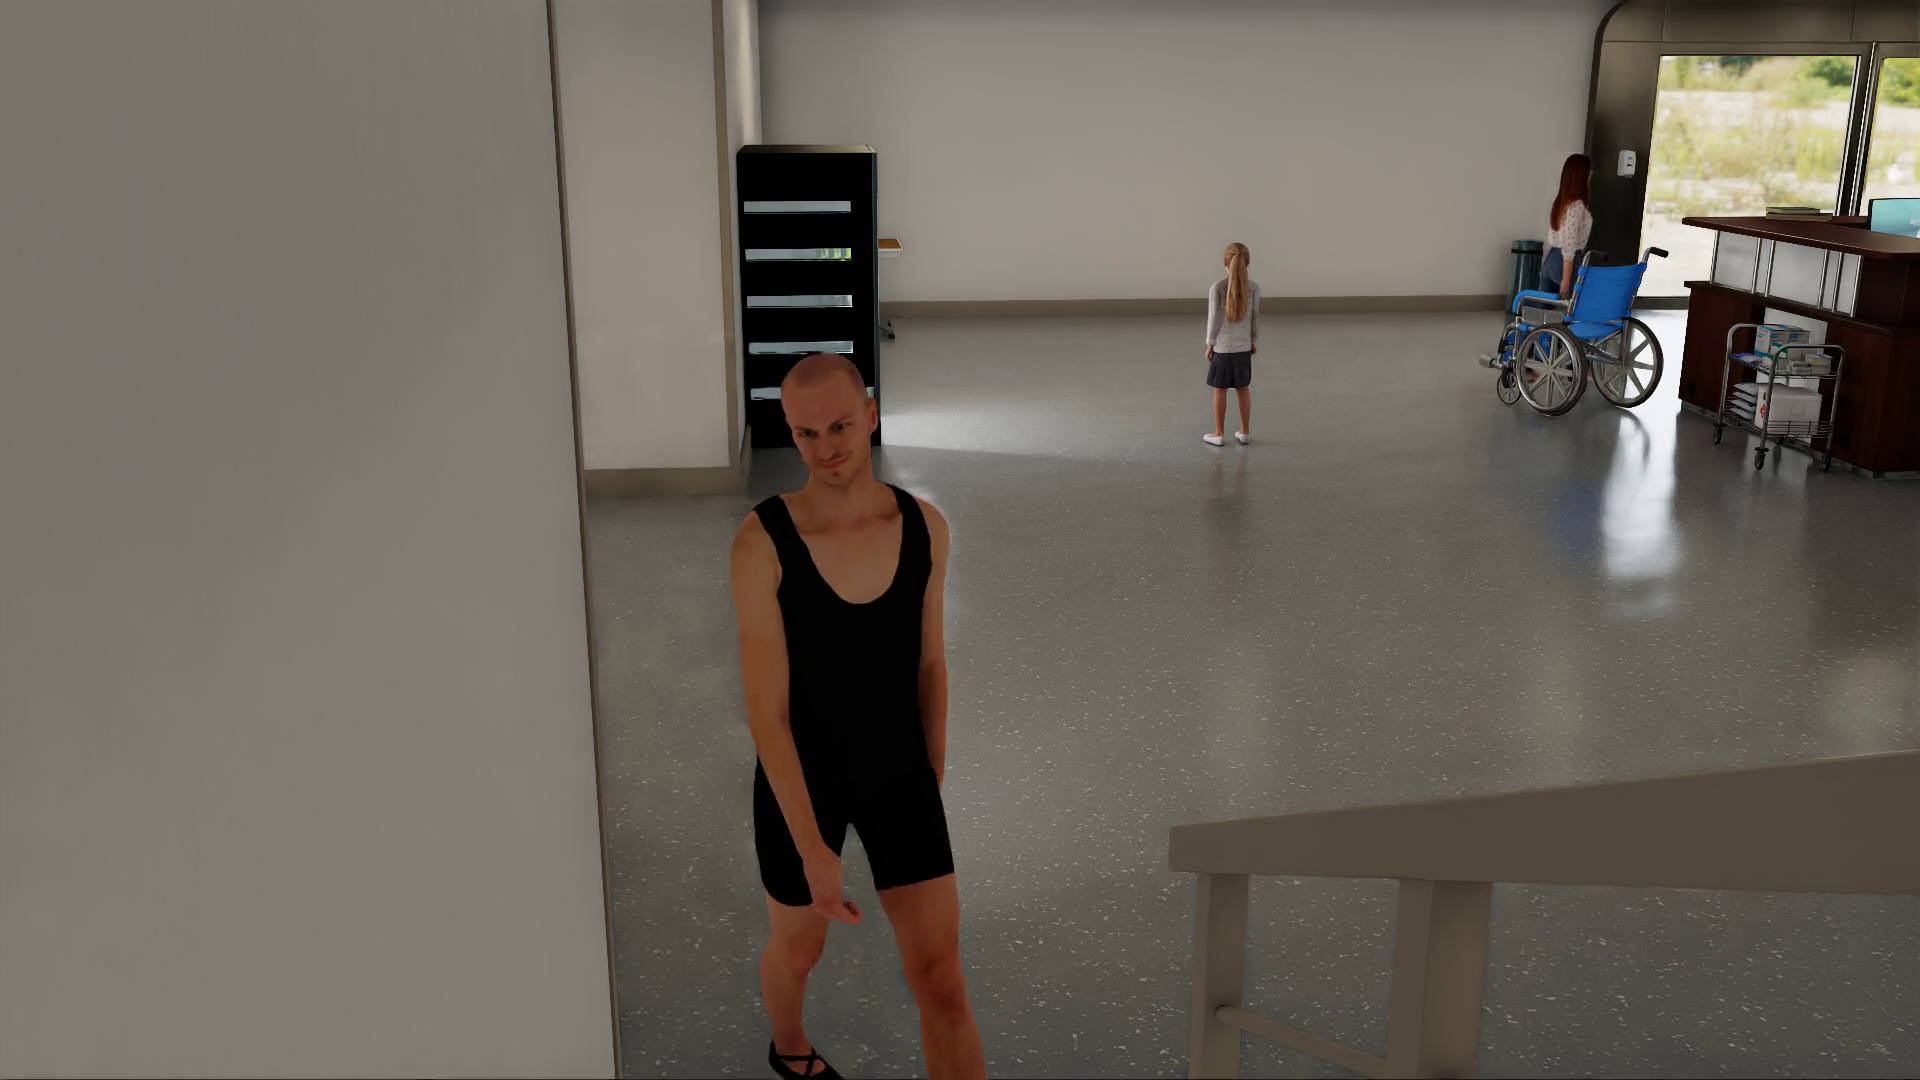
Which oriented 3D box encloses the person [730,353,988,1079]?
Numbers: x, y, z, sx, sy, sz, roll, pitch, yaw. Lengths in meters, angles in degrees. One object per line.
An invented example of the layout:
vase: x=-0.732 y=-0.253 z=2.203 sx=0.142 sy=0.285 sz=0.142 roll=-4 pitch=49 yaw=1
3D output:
person: x=-0.291 y=0.521 z=3.416 sx=0.955 sy=1.753 sz=1.254 roll=-9 pitch=18 yaw=-30

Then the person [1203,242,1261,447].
person: x=1.725 y=-1.247 z=10.554 sx=0.546 sy=1.275 sz=0.561 roll=-4 pitch=16 yaw=-15

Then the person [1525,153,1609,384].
person: x=4.420 y=-1.996 z=12.432 sx=0.651 sy=1.704 sz=0.829 roll=-2 pitch=16 yaw=-5
